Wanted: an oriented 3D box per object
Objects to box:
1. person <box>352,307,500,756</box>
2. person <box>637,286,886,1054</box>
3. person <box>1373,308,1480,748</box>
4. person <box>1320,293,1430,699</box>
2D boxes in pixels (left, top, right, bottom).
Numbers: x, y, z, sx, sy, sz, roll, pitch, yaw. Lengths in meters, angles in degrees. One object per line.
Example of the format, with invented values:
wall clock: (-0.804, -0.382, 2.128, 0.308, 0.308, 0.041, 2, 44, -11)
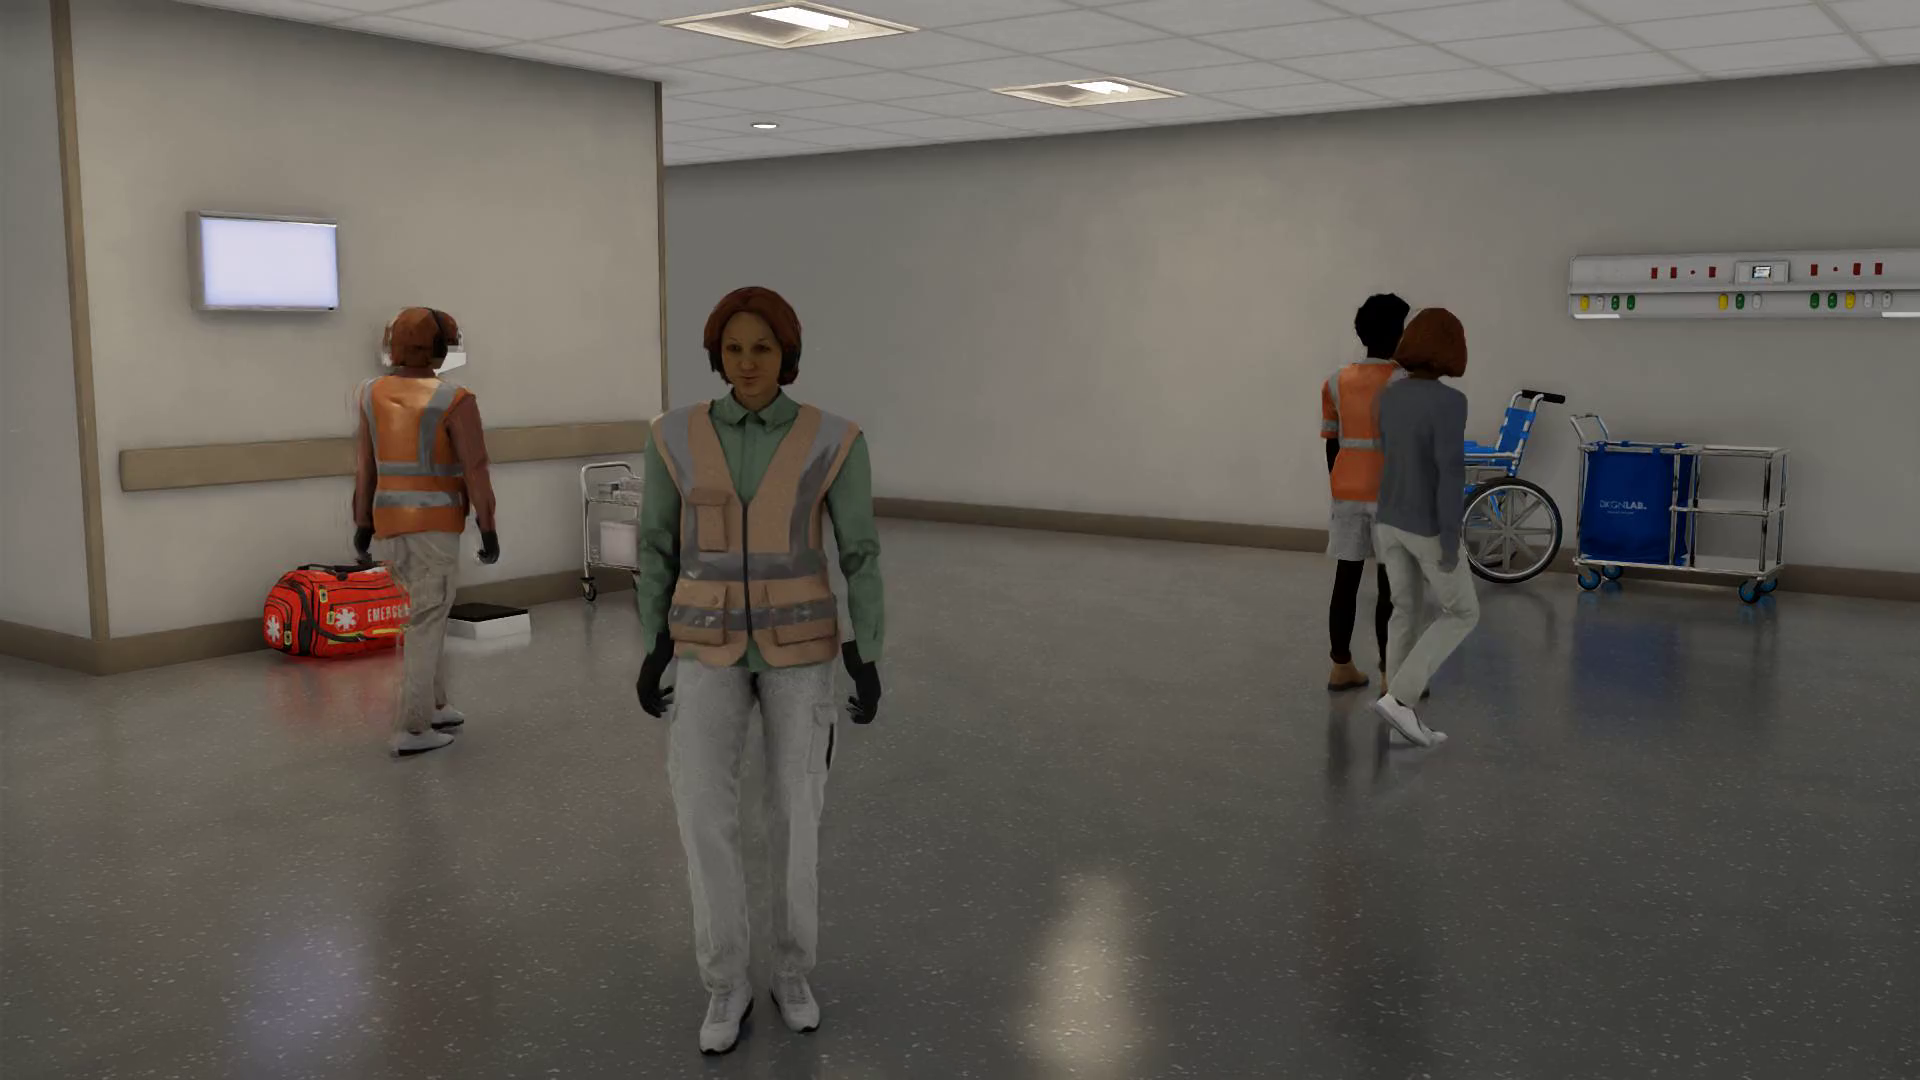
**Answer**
person: (-1.924, -0.045, 6.155, 0.548, 1.617, 0.610, 3, 8, 24)
person: (-0.435, 0.274, 3.582, 0.555, 1.625, 0.450, 0, 7, 2)
person: (1.683, -0.030, 6.053, 0.362, 1.618, 0.493, -3, 8, -23)
person: (1.746, -0.180, 6.972, 0.319, 1.698, 0.532, -6, 9, -38)
